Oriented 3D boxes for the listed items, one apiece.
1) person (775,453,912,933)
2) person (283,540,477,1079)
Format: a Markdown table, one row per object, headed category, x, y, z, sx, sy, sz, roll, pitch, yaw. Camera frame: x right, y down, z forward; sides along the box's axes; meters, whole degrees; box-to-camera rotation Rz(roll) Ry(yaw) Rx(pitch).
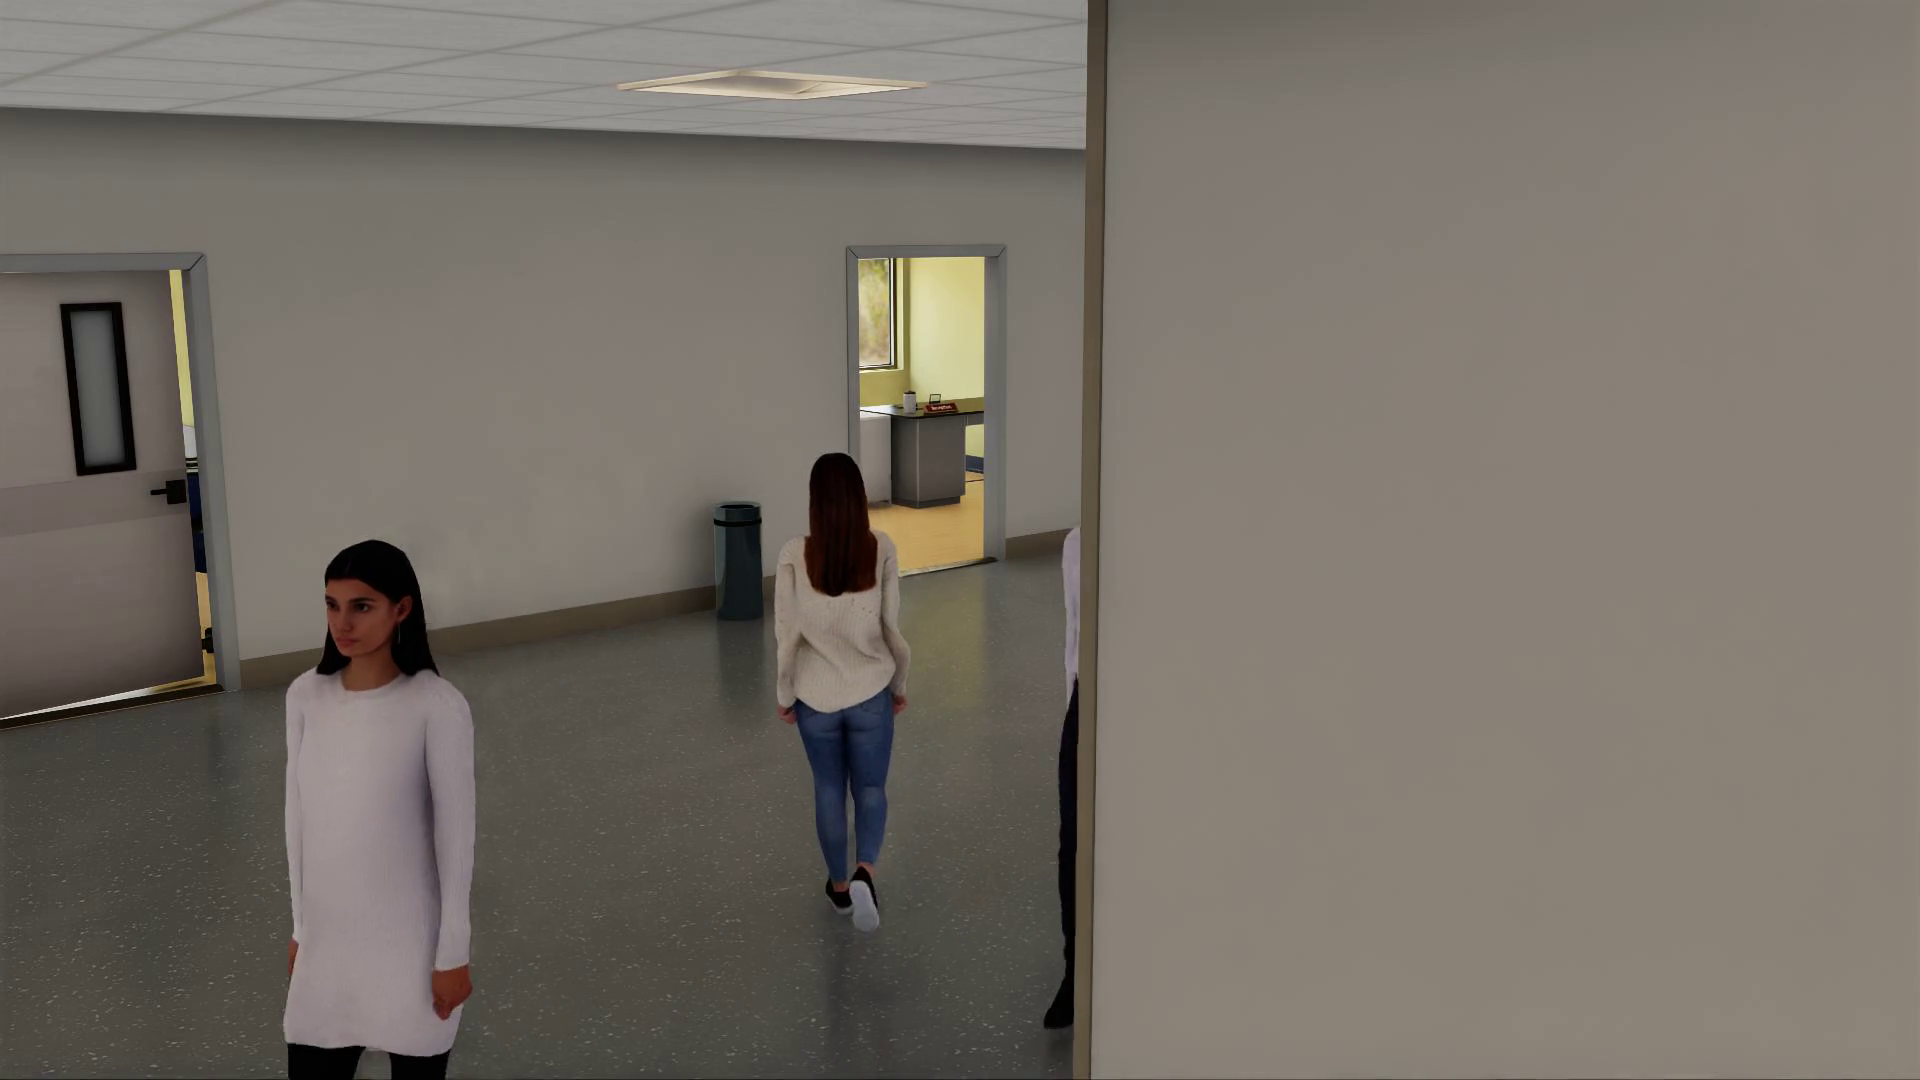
| category | x | y | z | sx | sy | sz | roll | pitch | yaw |
| --- | --- | --- | --- | --- | --- | --- | --- | --- | --- |
| person | -0.380 | 0.562 | 5.676 | 0.995 | 1.668 | 0.985 | -1 | 11 | -8 |
| person | -1.219 | 0.871 | 3.694 | 0.772 | 1.800 | 0.818 | 3 | 11 | 14 |
